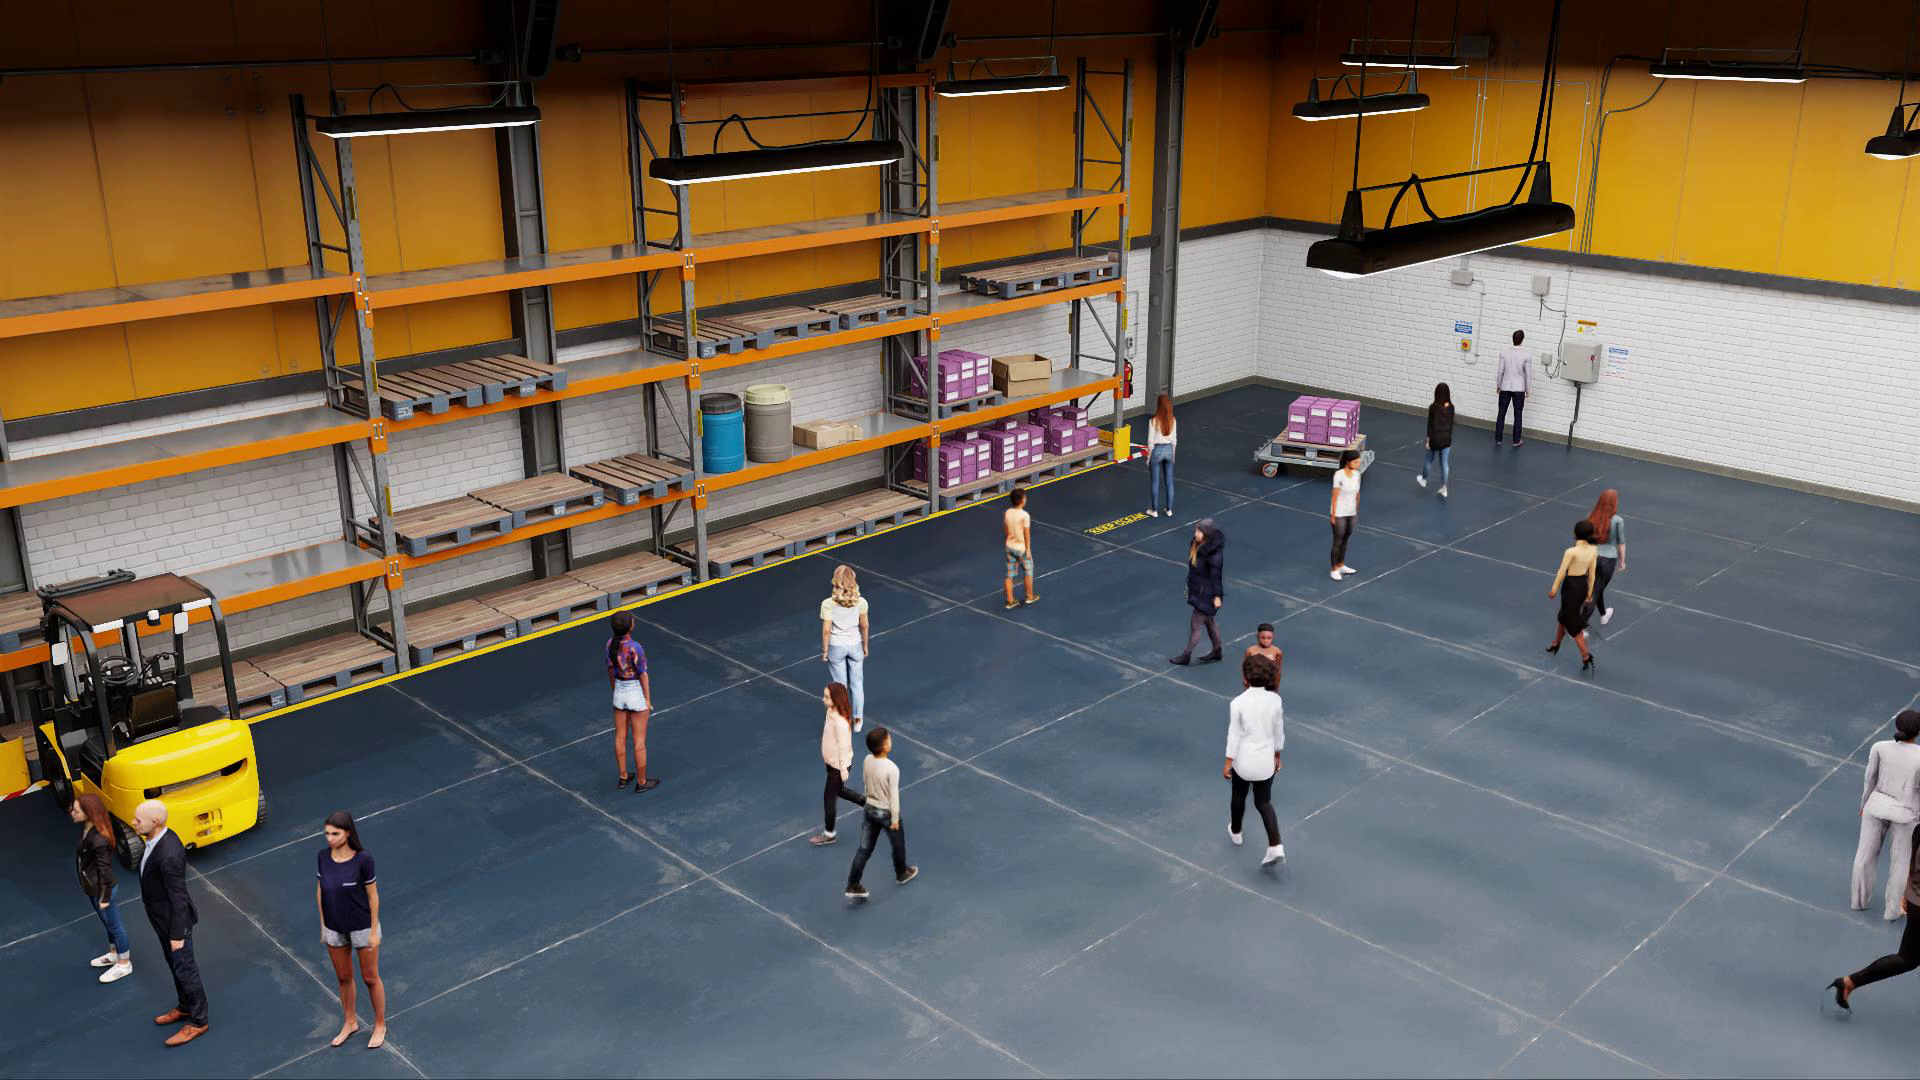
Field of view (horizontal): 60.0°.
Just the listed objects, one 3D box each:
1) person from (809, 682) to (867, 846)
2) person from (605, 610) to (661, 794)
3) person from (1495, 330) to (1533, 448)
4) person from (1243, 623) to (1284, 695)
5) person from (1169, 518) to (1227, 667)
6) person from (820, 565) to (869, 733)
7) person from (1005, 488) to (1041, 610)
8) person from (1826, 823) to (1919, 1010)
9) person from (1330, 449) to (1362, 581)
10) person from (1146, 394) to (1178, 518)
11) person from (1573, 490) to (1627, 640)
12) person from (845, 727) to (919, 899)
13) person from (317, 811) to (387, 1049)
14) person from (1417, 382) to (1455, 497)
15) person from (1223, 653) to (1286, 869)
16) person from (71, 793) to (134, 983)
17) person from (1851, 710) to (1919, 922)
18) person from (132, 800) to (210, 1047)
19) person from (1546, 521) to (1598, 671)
[{"bbox_3d":[-0.989,1.900,14.256,0.982,1.464,0.808,-6,20,-18],"label":"person"},{"bbox_3d":[-3.015,1.450,15.158,0.648,1.743,0.611,10,21,26],"label":"person"},{"bbox_3d":[8.803,-2.427,26.500,0.741,1.850,0.675,9,21,25],"label":"person"},{"bbox_3d":[2.928,1.384,16.121,0.588,1.252,0.628,3,19,8],"label":"person"},{"bbox_3d":[2.724,0.564,17.932,1.036,1.651,0.917,-5,19,-15],"label":"person"},{"bbox_3d":[-1.123,1.072,16.311,0.648,1.722,0.771,-6,19,-16],"label":"person"},{"bbox_3d":[0.638,0.125,19.554,0.633,1.446,0.794,12,22,32],"label":"person"},{"bbox_3d":[6.663,2.601,11.640,1.022,1.805,1.168,7,20,19],"label":"person"},{"bbox_3d":[4.757,-0.340,20.635,0.604,1.638,0.718,-11,21,-29],"label":"person"},{"bbox_3d":[2.789,-1.168,22.957,0.607,1.725,0.713,-4,19,-13],"label":"person"},{"bbox_3d":[7.118,0.325,18.580,1.127,1.689,0.574,-17,25,-41],"label":"person"},{"bbox_3d":[-0.691,2.218,13.347,0.635,1.441,1.007,14,23,36],"label":"person"},{"bbox_3d":[-4.199,2.673,11.488,0.661,1.766,0.699,3,19,8],"label":"person"},{"bbox_3d":[6.910,-1.411,23.871,1.052,1.602,1.060,-2,19,-5],"label":"person"},{"bbox_3d":[2.498,1.869,13.866,1.173,1.772,1.142,-4,19,-12],"label":"person"},{"bbox_3d":[-6.357,2.543,12.316,0.532,1.483,0.581,-14,23,-36],"label":"person"},{"bbox_3d":[7.345,2.147,13.097,0.649,1.736,0.533,16,24,39],"label":"person"},{"bbox_3d":[-5.493,2.622,11.587,0.619,1.800,0.709,-14,23,-35],"label":"person"},{"bbox_3d":[6.616,0.626,17.798,1.024,1.617,0.871,-8,20,-23],"label":"person"}]
